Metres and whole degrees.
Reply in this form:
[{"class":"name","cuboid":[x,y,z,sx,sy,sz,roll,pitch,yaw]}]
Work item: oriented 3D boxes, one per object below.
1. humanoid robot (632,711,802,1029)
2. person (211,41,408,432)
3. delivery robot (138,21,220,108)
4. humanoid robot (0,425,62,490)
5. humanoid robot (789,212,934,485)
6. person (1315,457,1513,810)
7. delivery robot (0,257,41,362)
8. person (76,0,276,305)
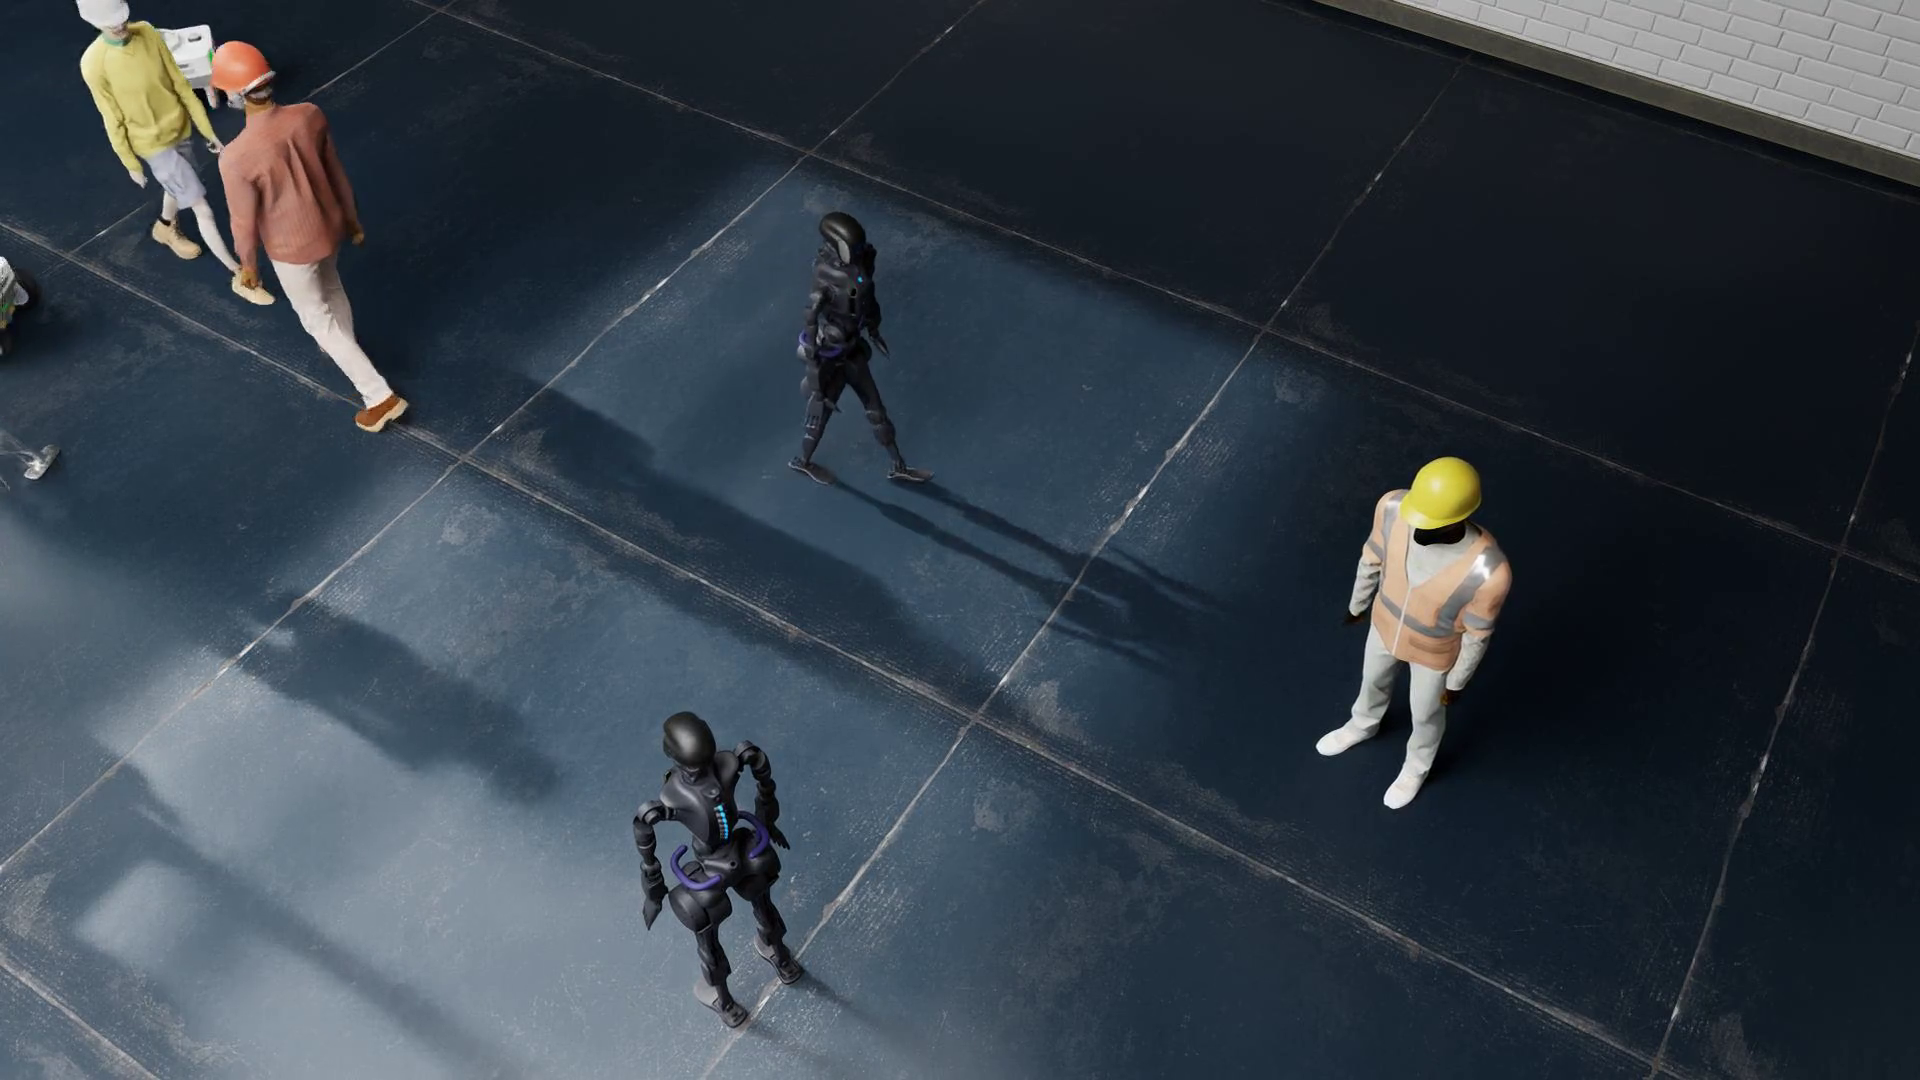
[{"class":"humanoid robot","cuboid":[-0.854,1.155,5.869,0.589,1.650,0.339,-33,56,-25]},{"class":"person","cuboid":[-3.087,-1.428,7.964,0.865,1.958,0.658,23,53,19]},{"class":"delivery robot","cuboid":[-4.913,-2.864,10.138,0.780,0.609,0.522,-15,51,-13]},{"class":"humanoid robot","cuboid":[-4.639,-0.792,7.549,0.532,1.819,0.760,-30,55,-24]},{"class":"humanoid robot","cuboid":[-0.508,-0.822,7.616,0.718,1.625,0.607,22,52,18]},{"class":"person","cuboid":[1.733,0.362,6.414,0.424,1.913,0.597,-34,57,-26]},{"class":"delivery robot","cuboid":[-5.342,-1.278,8.733,0.756,0.580,0.499,0,49,0]},{"class":"person","cuboid":[-4.153,-2.096,8.622,0.924,1.861,0.488,21,52,17]}]
